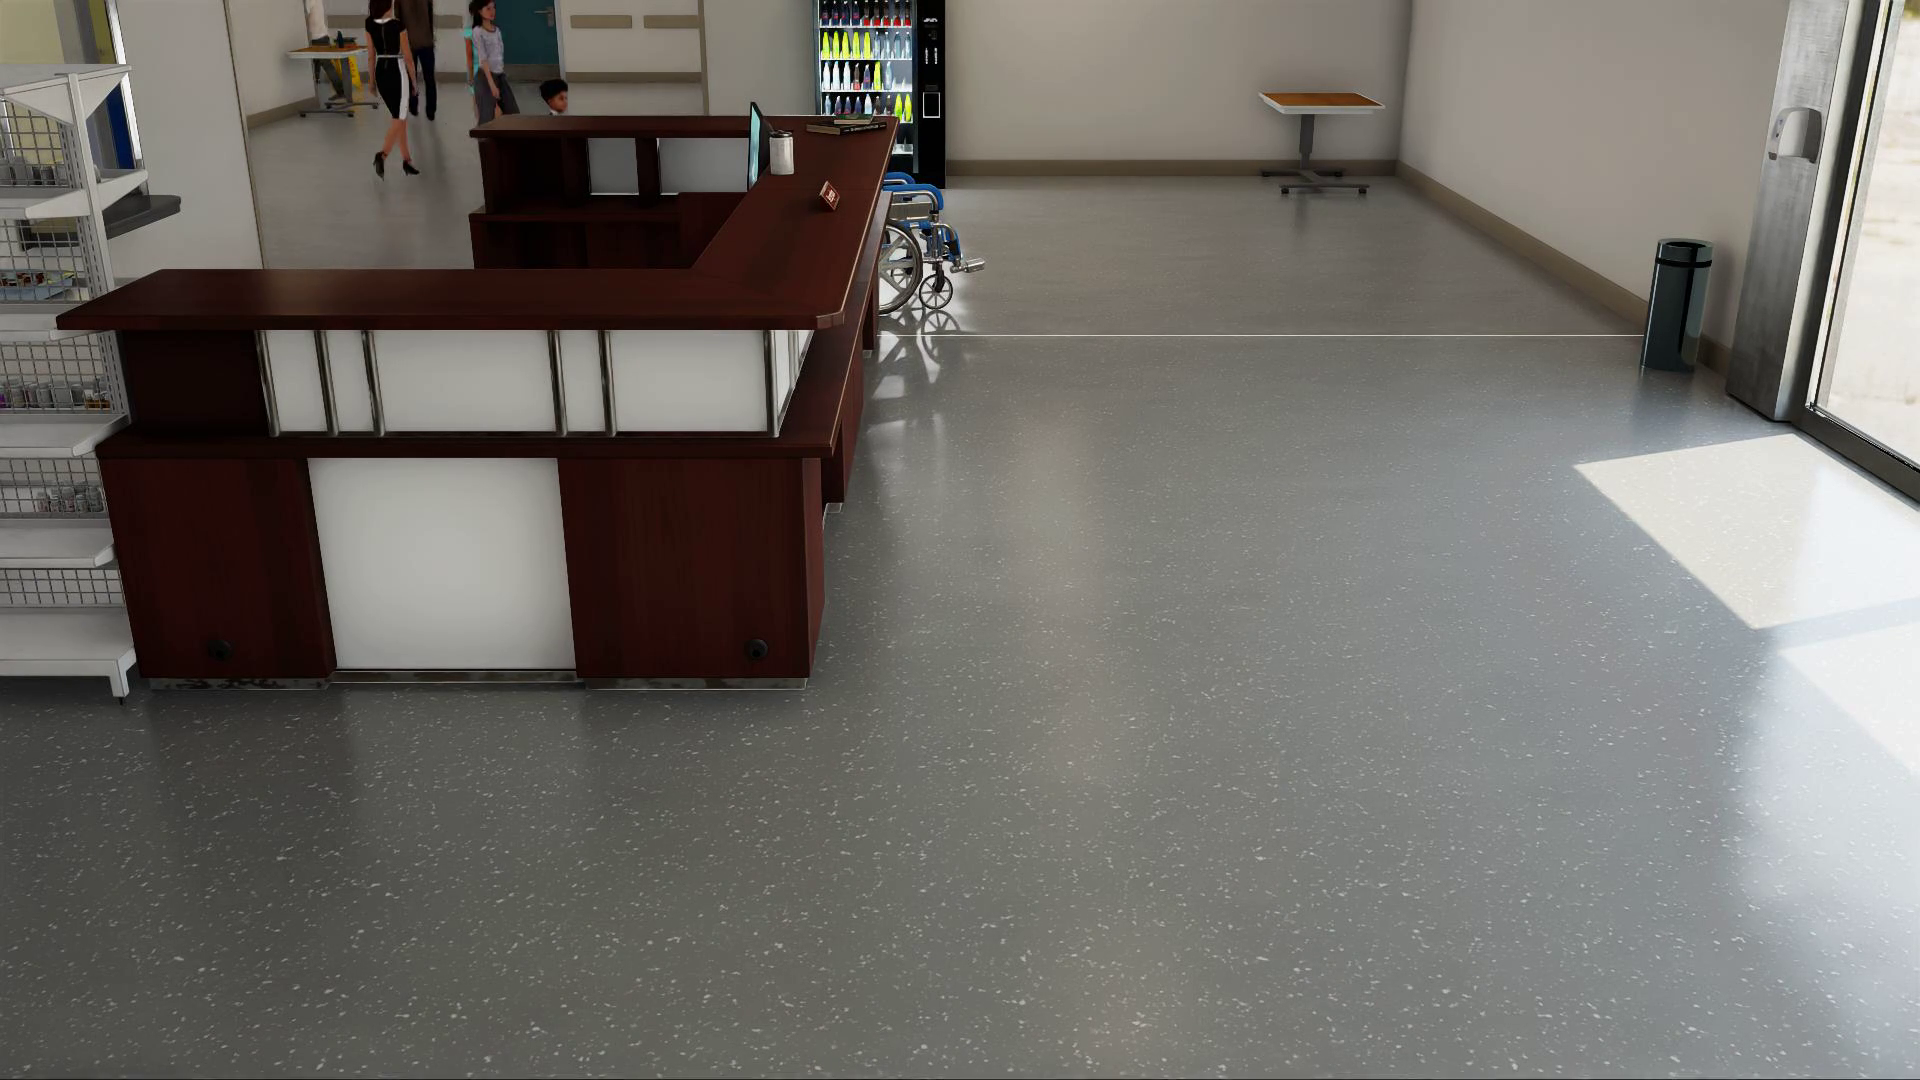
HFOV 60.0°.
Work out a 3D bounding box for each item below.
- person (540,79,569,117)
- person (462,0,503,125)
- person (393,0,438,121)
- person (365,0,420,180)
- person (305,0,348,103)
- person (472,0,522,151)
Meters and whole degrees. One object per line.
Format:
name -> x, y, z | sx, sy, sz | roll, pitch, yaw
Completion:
person -> -3.257, -3.058, 13.314 | 0.608, 1.217, 0.583 | 9, 23, 23
person -> -5.307, -5.207, 18.604 | 1.048, 1.528, 0.967 | -12, 24, -29
person -> -6.649, -6.066, 20.445 | 1.194, 1.831, 1.067 | -10, 23, -25
person -> -5.442, -4.291, 15.852 | 1.099, 1.764, 0.821 | 5, 21, 12
person -> -8.633, -6.773, 22.602 | 1.018, 1.624, 0.633 | 2, 21, 6
person -> -4.711, -4.476, 16.407 | 0.842, 1.716, 0.751 | 9, 22, 22
